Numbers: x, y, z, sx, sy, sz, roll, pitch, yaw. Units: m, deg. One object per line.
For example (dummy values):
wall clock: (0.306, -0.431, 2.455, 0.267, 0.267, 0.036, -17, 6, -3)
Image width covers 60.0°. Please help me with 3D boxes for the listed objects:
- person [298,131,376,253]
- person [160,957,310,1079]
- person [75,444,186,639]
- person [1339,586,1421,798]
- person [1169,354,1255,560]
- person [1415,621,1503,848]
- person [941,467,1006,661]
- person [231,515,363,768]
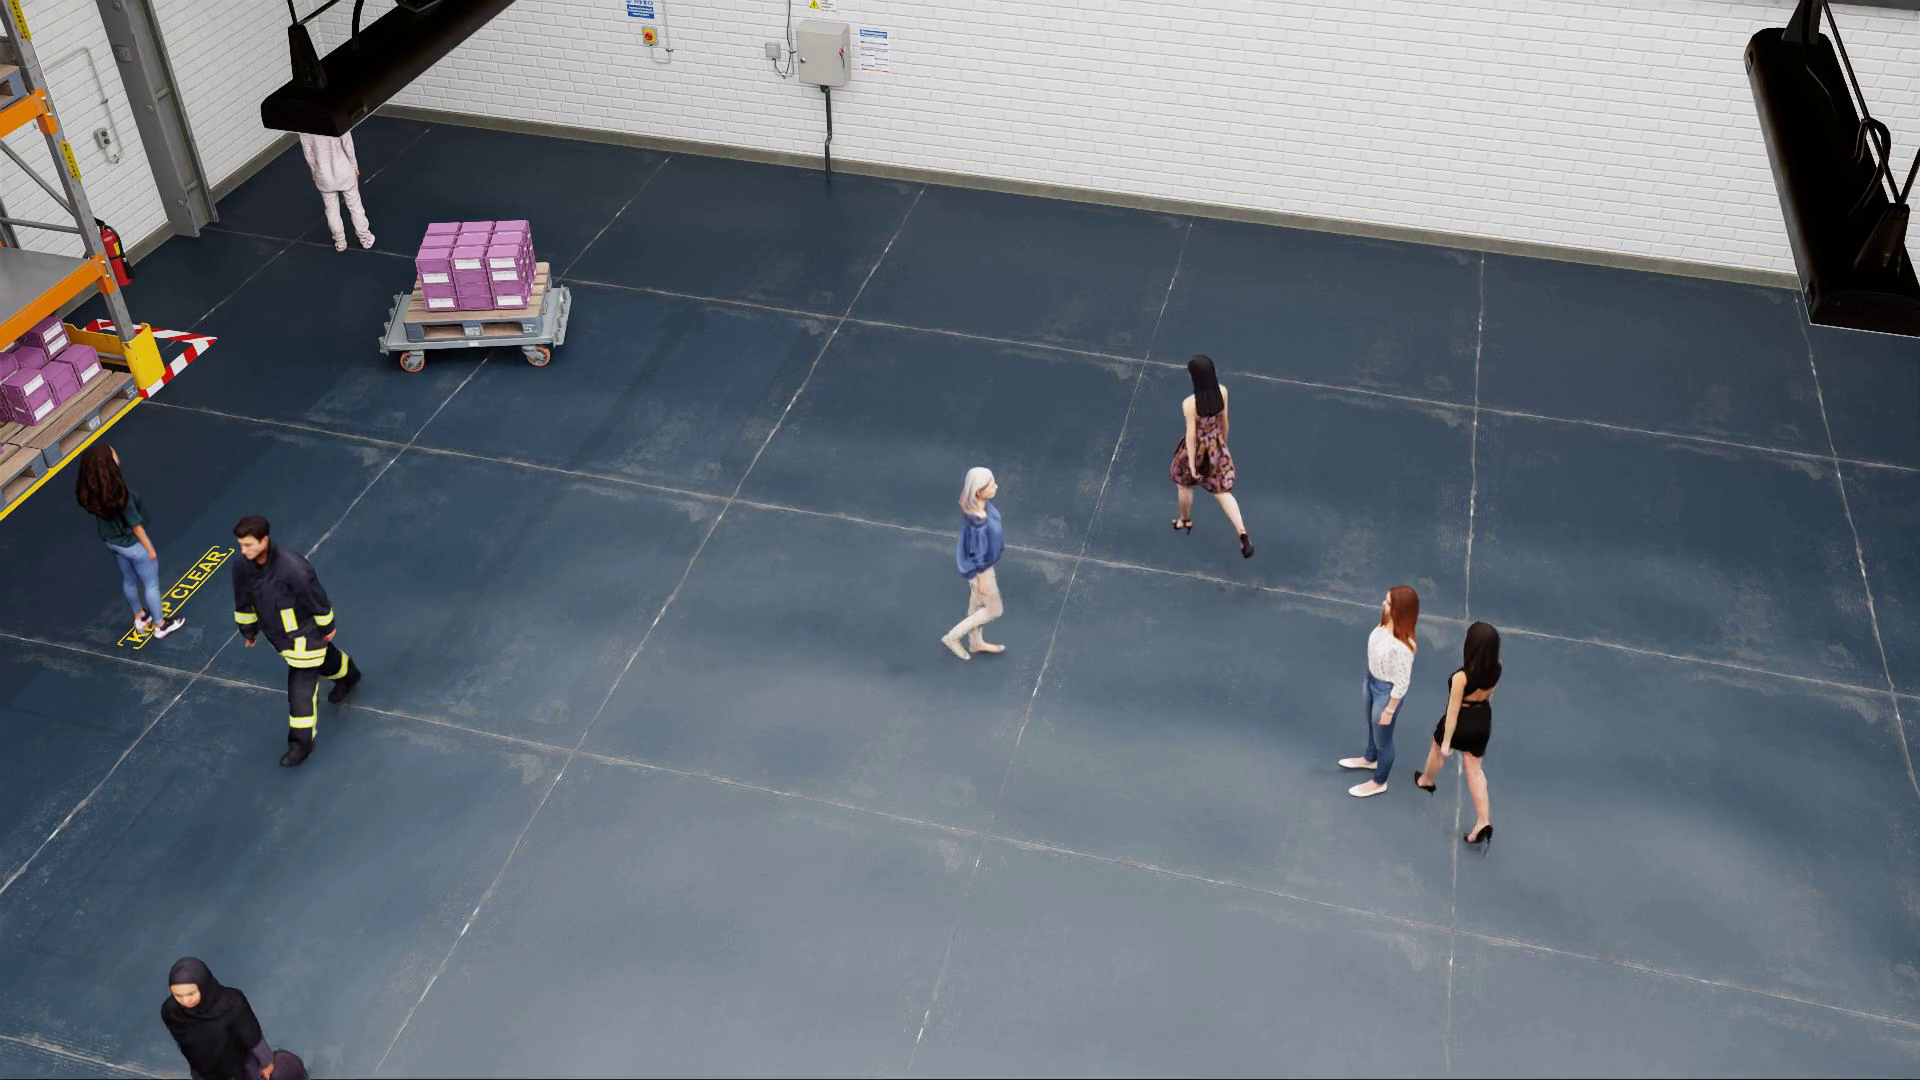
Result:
person: (-6.291, -3.710, 16.699, 0.725, 1.689, 0.723, -8, 39, -10)
person: (-3.840, 2.679, 8.769, 0.797, 1.601, 1.010, -2, 39, -3)
person: (-6.061, 0.010, 12.101, 0.632, 1.613, 0.637, 17, 42, 20)
person: (2.769, 0.968, 10.811, 0.697, 1.728, 0.537, -2, 39, -2)
person: (1.920, -0.569, 12.728, 1.127, 1.736, 1.155, -21, 43, -24)
person: (3.256, 1.256, 10.541, 0.943, 1.614, 1.086, -18, 42, -21)
person: (0.051, 0.196, 11.806, 0.787, 1.690, 0.734, -1, 39, -2)
person: (-4.452, 0.527, 11.243, 0.845, 1.877, 1.224, 13, 40, 15)
